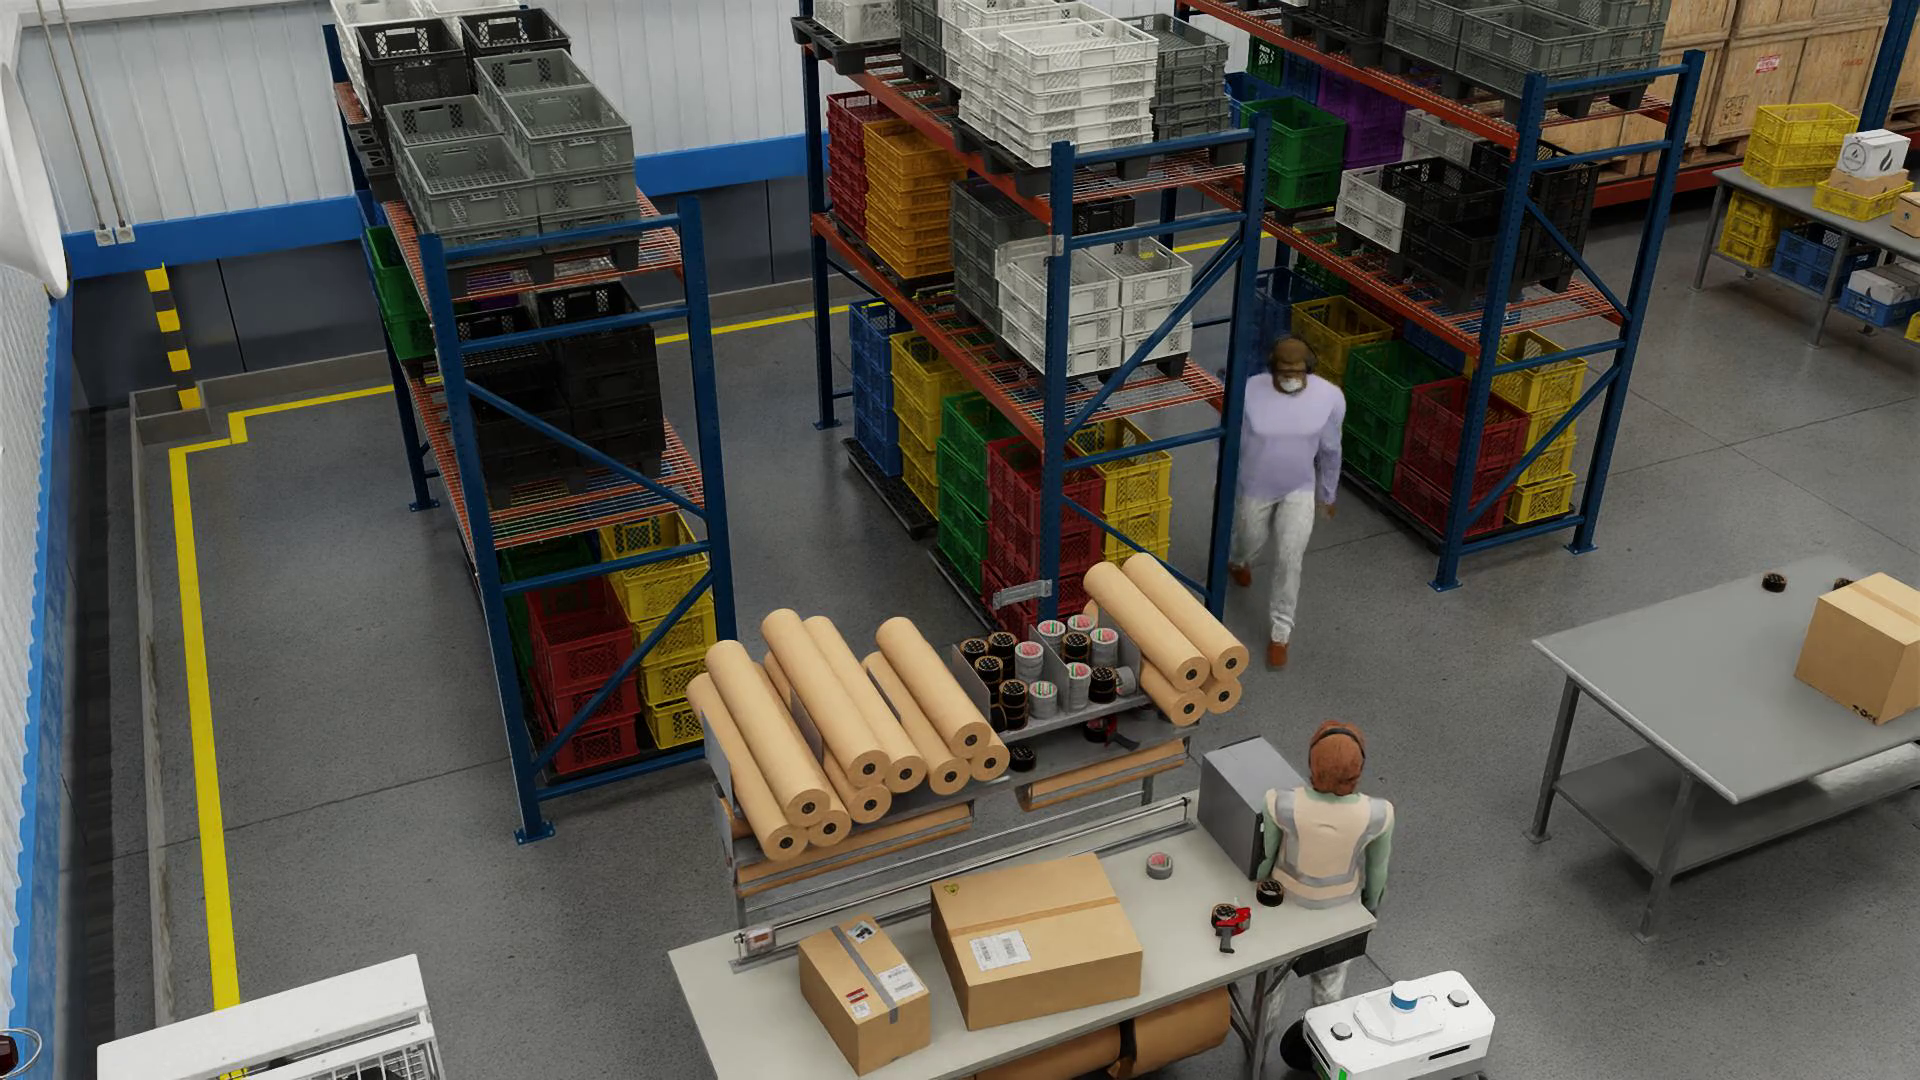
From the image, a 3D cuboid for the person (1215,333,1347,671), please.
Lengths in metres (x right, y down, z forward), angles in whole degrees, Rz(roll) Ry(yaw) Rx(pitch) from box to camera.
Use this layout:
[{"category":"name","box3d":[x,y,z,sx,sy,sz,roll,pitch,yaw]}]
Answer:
[{"category":"person","box3d":[1.685,-0.318,8.928,0.665,1.904,0.857,1,32,2]}]

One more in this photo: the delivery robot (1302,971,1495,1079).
[{"category":"delivery robot","box3d":[1.702,1.921,6.470,0.707,0.478,0.477,-10,33,-16]}]

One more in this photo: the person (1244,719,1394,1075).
[{"category":"person","box3d":[1.353,1.401,6.383,0.527,1.631,0.316,3,32,4]}]
